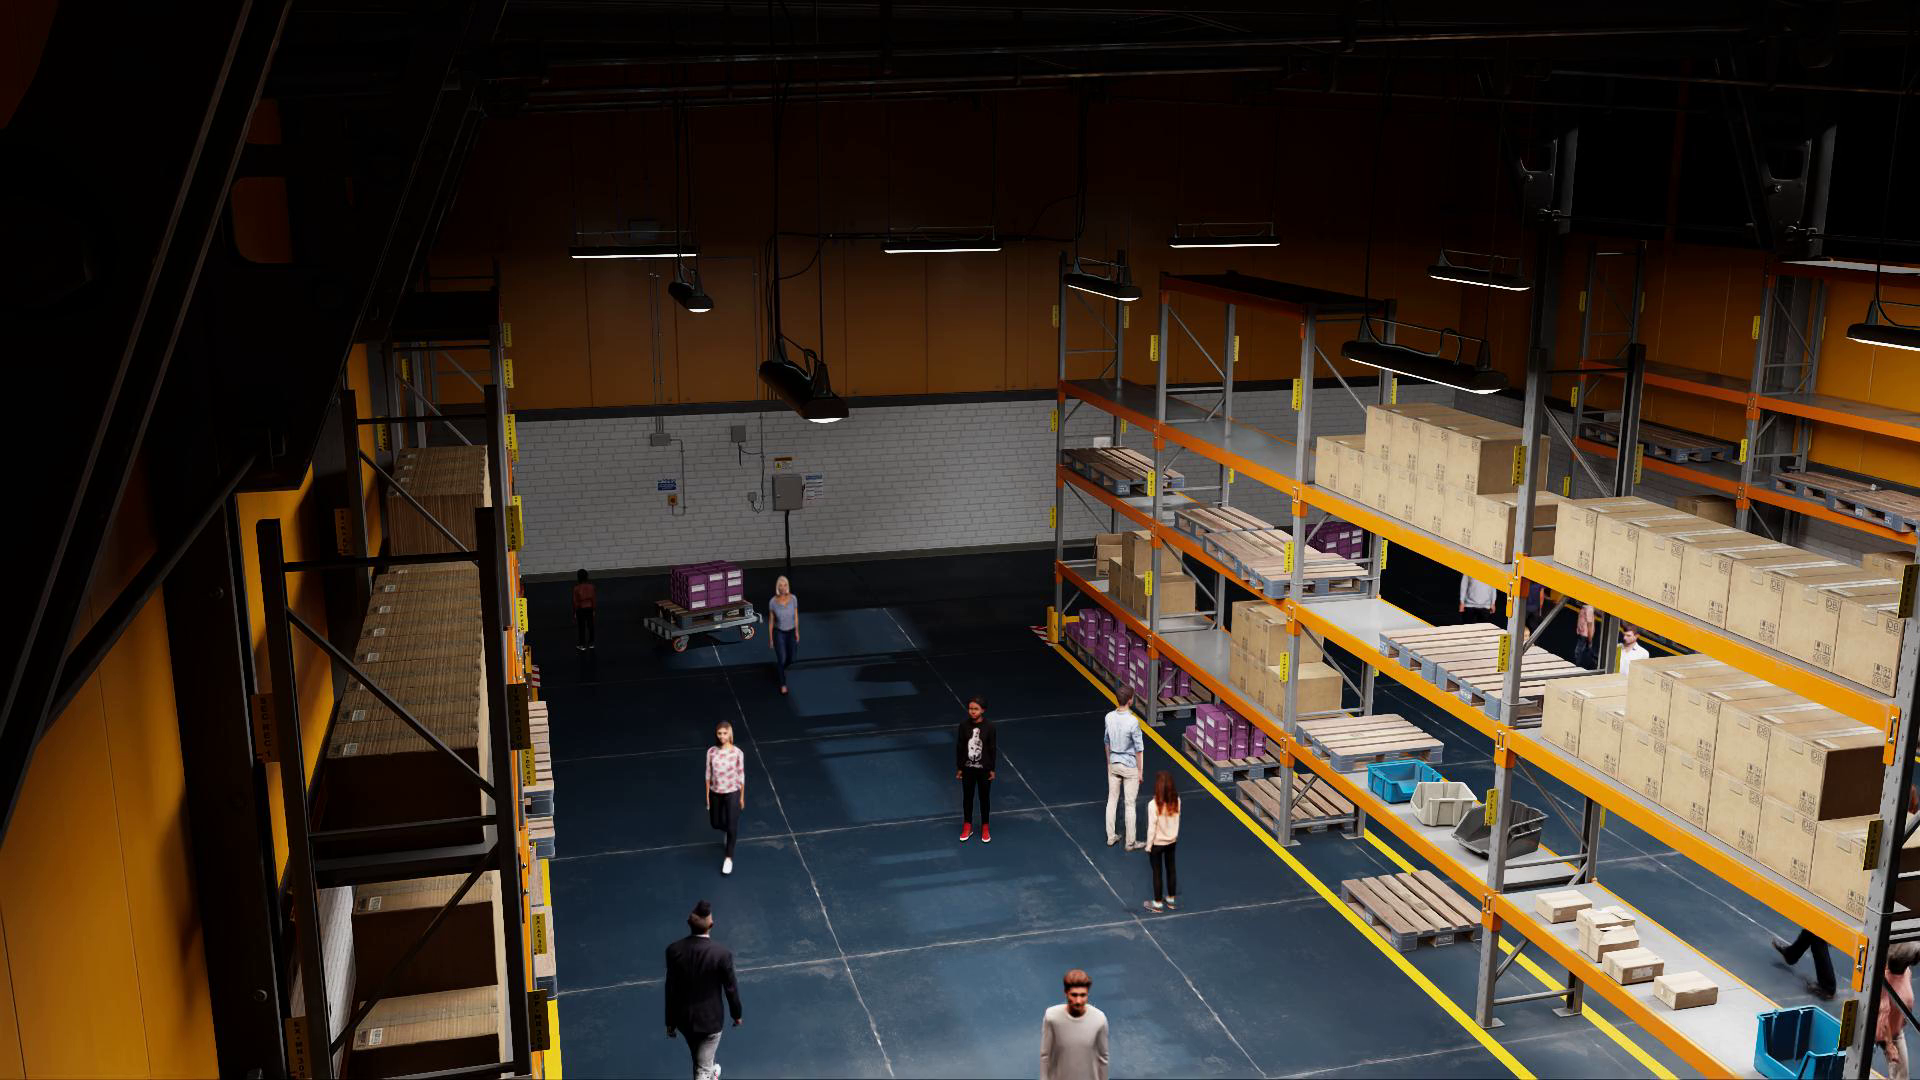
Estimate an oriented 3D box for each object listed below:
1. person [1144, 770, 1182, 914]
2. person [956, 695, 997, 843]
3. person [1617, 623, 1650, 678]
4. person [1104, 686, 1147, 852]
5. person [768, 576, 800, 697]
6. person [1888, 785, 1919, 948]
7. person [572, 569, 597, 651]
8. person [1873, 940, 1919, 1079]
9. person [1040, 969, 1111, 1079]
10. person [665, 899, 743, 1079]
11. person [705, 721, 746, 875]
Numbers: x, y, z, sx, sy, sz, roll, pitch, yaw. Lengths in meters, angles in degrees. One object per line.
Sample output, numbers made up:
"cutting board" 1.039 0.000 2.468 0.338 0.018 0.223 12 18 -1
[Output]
"person" 2.041 3.026 16.766 0.634 1.484 0.612 -10 17 -34
"person" 0.183 2.518 18.461 0.675 1.675 0.664 2 14 8
"person" 8.234 1.903 20.614 0.687 1.856 0.789 11 17 38
"person" 1.792 2.485 18.231 0.681 1.847 0.788 12 18 40
"person" -2.491 1.310 23.384 0.622 1.706 0.823 -5 14 -19
"person" 8.976 3.153 15.786 0.591 1.699 0.804 -3 14 -12
"person" -5.741 1.051 25.412 0.580 1.255 0.576 -9 16 -34
"person" 7.122 3.841 13.025 0.773 1.662 1.174 -6 15 -25
"person" 0.810 3.951 12.075 0.825 1.895 0.969 1 14 3
"person" -2.038 3.757 12.882 1.064 1.893 1.367 2 14 9
"person" -2.504 2.705 17.815 0.755 1.616 1.022 0 14 1
